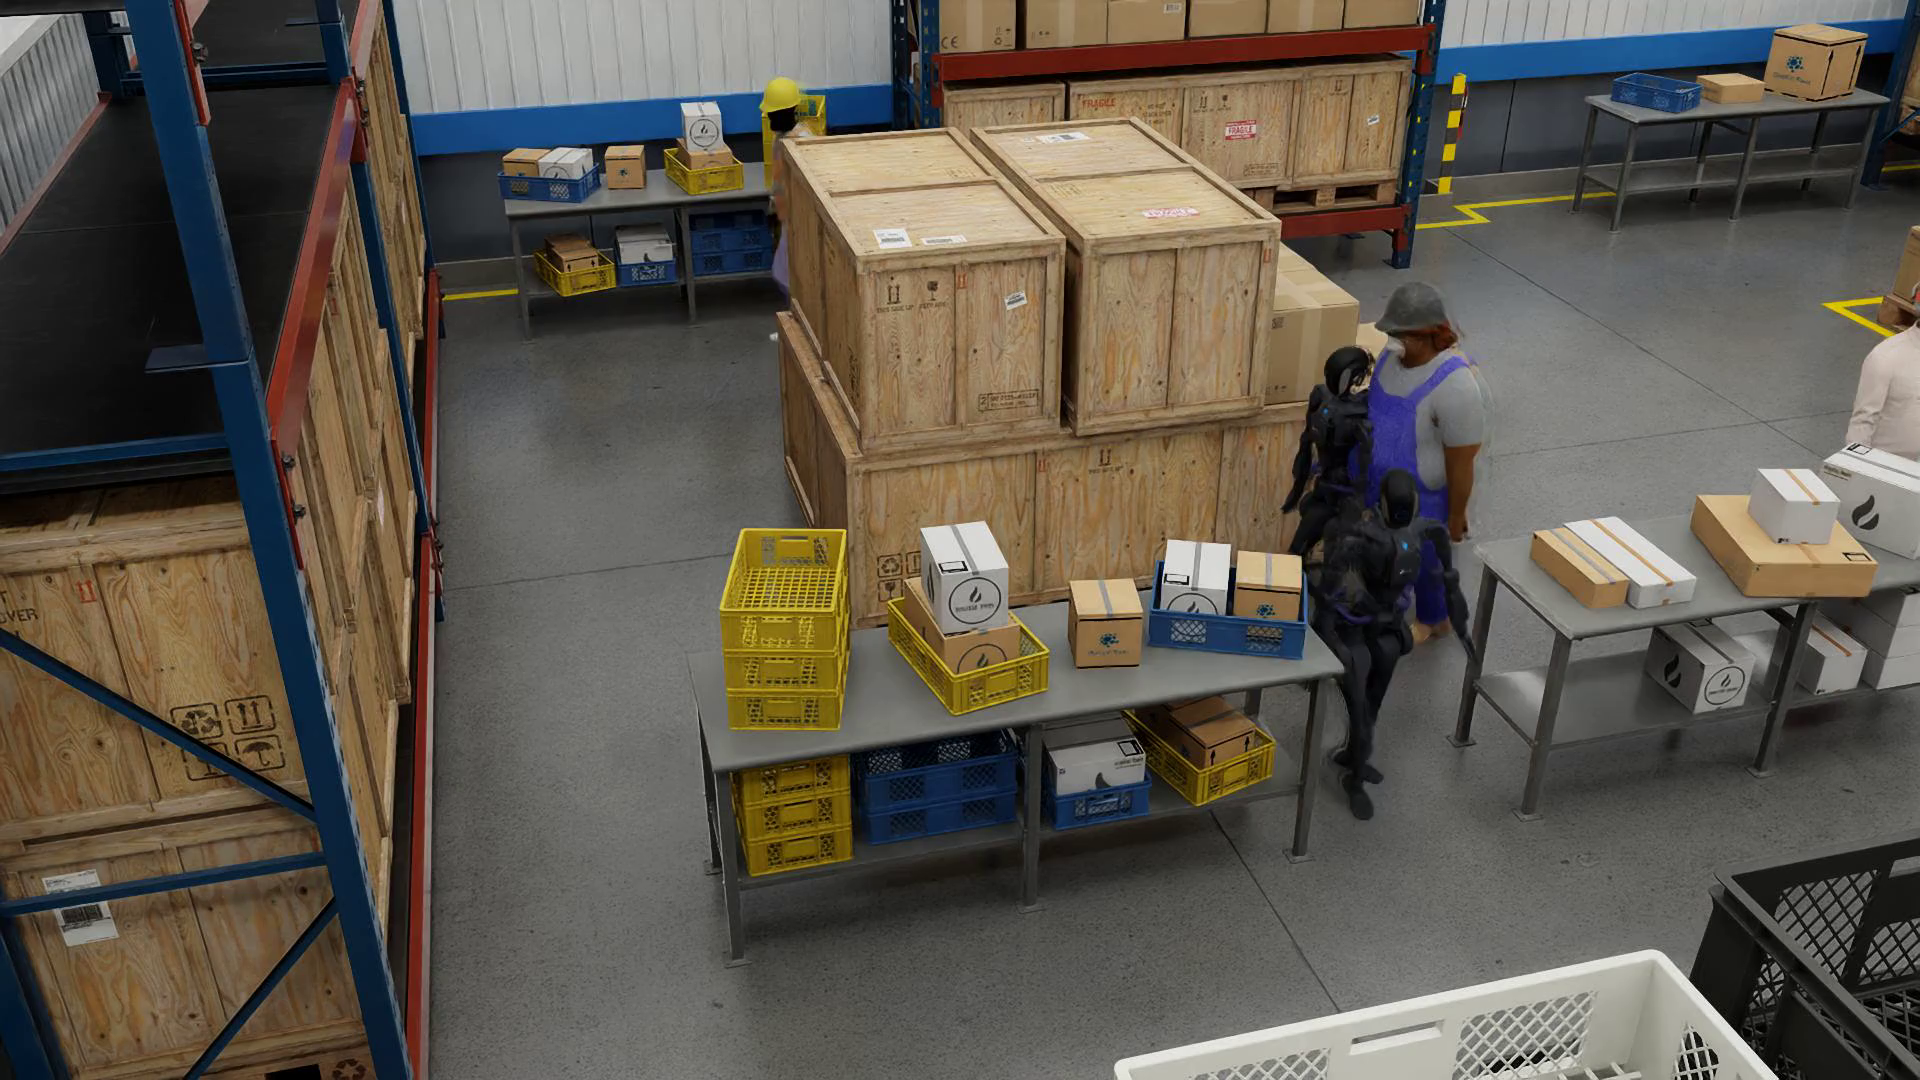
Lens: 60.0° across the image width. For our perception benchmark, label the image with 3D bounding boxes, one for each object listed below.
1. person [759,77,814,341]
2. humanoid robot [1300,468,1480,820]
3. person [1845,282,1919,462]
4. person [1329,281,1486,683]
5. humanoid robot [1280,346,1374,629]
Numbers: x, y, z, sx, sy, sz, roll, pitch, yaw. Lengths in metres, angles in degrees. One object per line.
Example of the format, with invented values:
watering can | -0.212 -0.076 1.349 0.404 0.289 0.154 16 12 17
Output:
person | -1.165 -2.257 11.518 0.412 1.911 0.632 -8 30 -15
humanoid robot | 1.784 0.396 6.957 0.728 1.624 0.564 -14 32 -23
person | 4.495 -0.370 8.013 0.615 1.985 0.407 -12 31 -20
person | 2.084 -0.304 7.834 1.002 2.000 0.694 -7 30 -12
humanoid robot | 1.763 -0.160 7.945 0.382 1.654 0.629 -11 31 -19
